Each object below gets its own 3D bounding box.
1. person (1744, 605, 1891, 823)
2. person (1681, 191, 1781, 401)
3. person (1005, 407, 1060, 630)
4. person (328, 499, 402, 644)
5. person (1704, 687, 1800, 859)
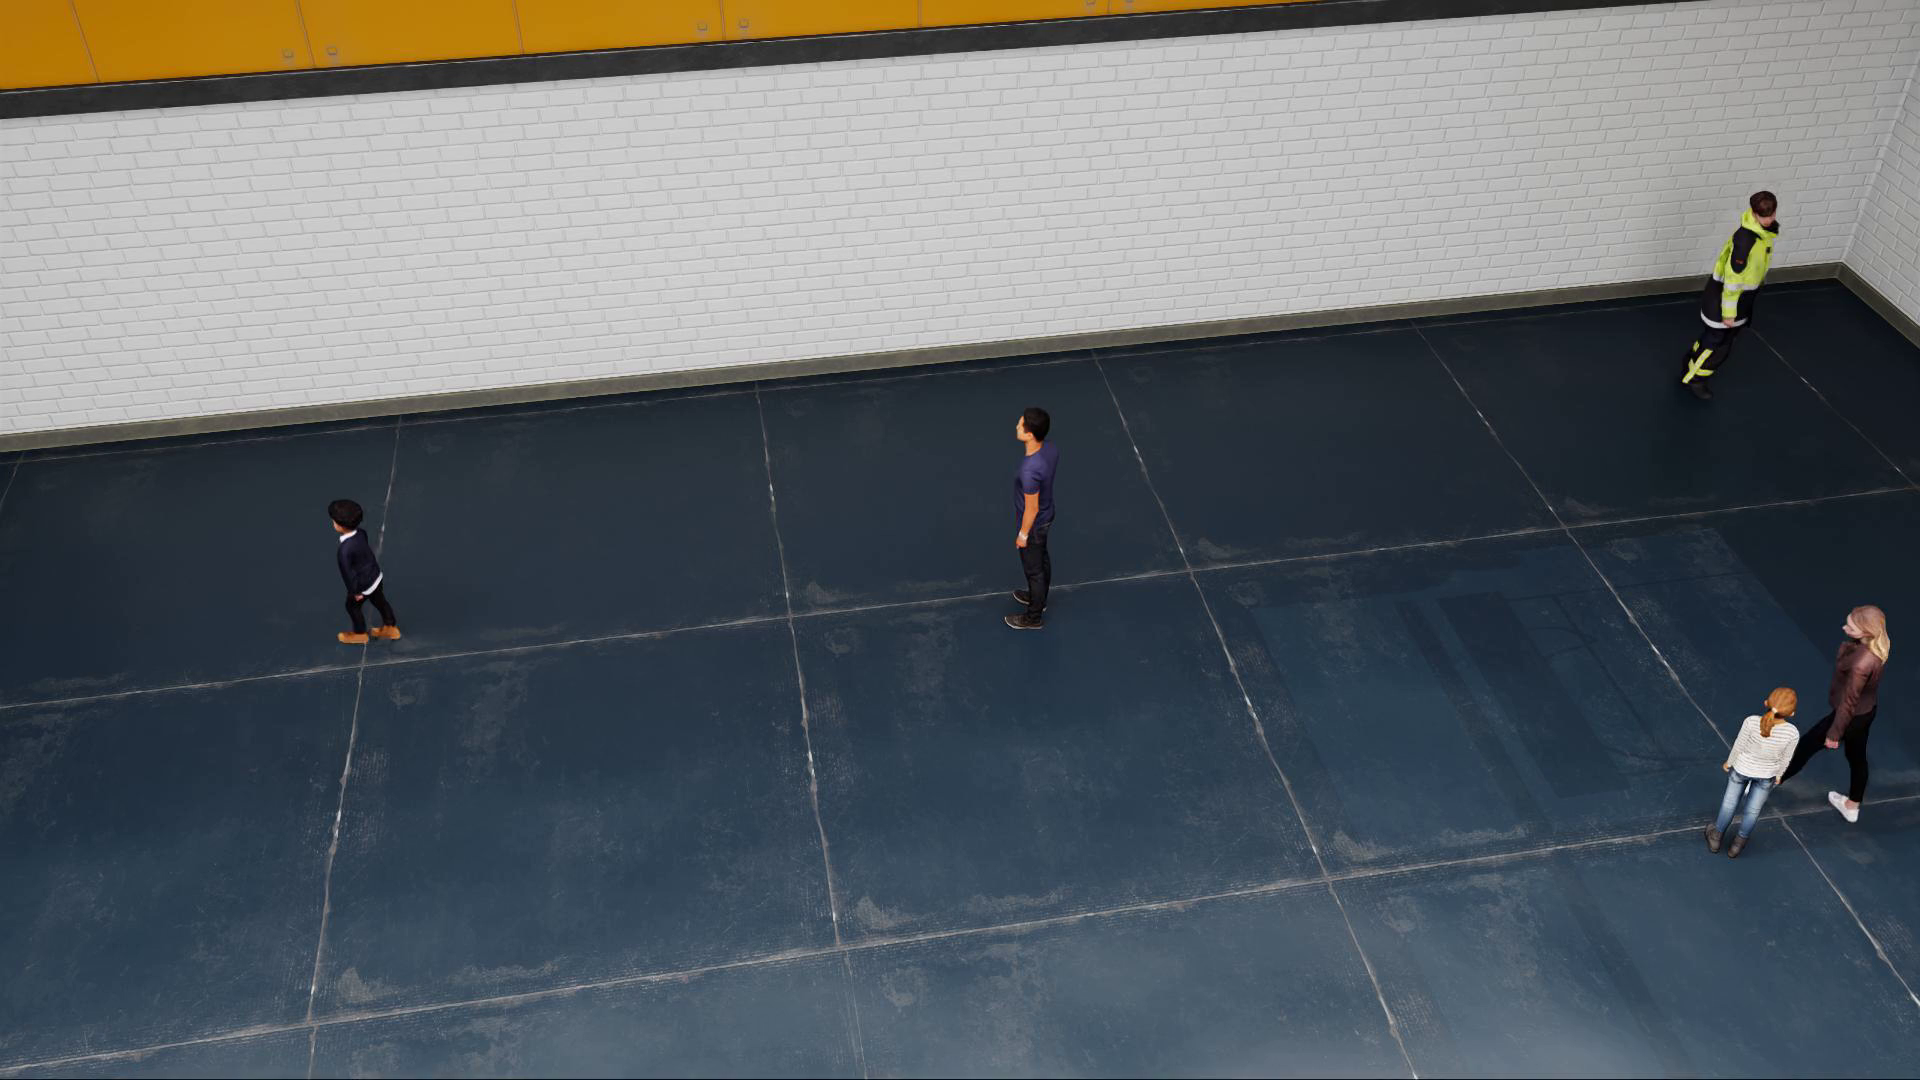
[{"bbox_3d":[5.424,1.092,10.041,1.089,1.659,1.159,-31,48,-33],"label":"person"},{"bbox_3d":[6.363,-2.049,13.747,1.077,1.941,1.034,17,41,20],"label":"person"},{"bbox_3d":[0.520,-0.153,11.492,0.771,1.793,0.620,9,40,11],"label":"person"},{"bbox_3d":[-4.072,0.242,11.462,0.677,1.213,0.652,6,39,8],"label":"person"},{"bbox_3d":[4.748,1.386,9.946,0.566,1.316,0.615,16,41,19],"label":"person"}]
